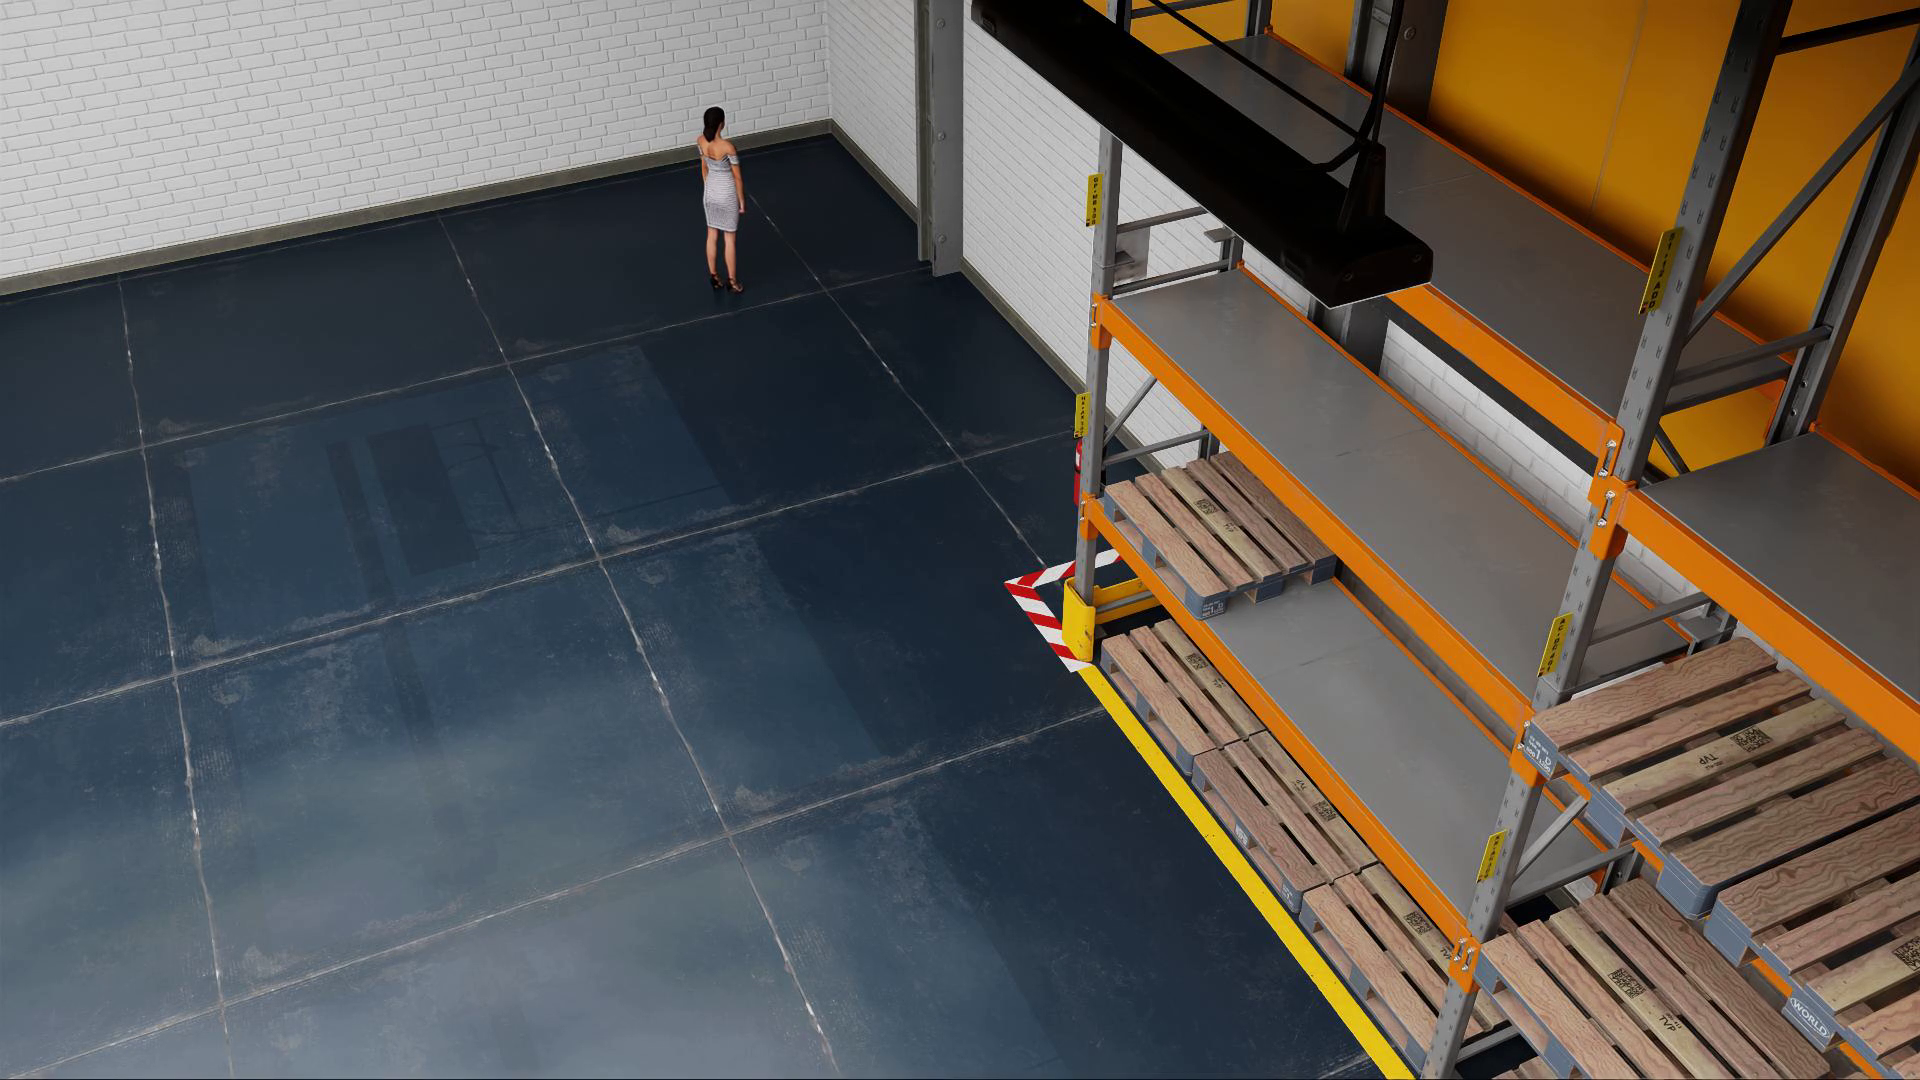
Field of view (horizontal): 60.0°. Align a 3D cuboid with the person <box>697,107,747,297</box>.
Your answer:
[{"bbox_3d":[-2.168,-3.054,15.032,0.644,1.818,0.737,19,43,23],"label":"person"}]
